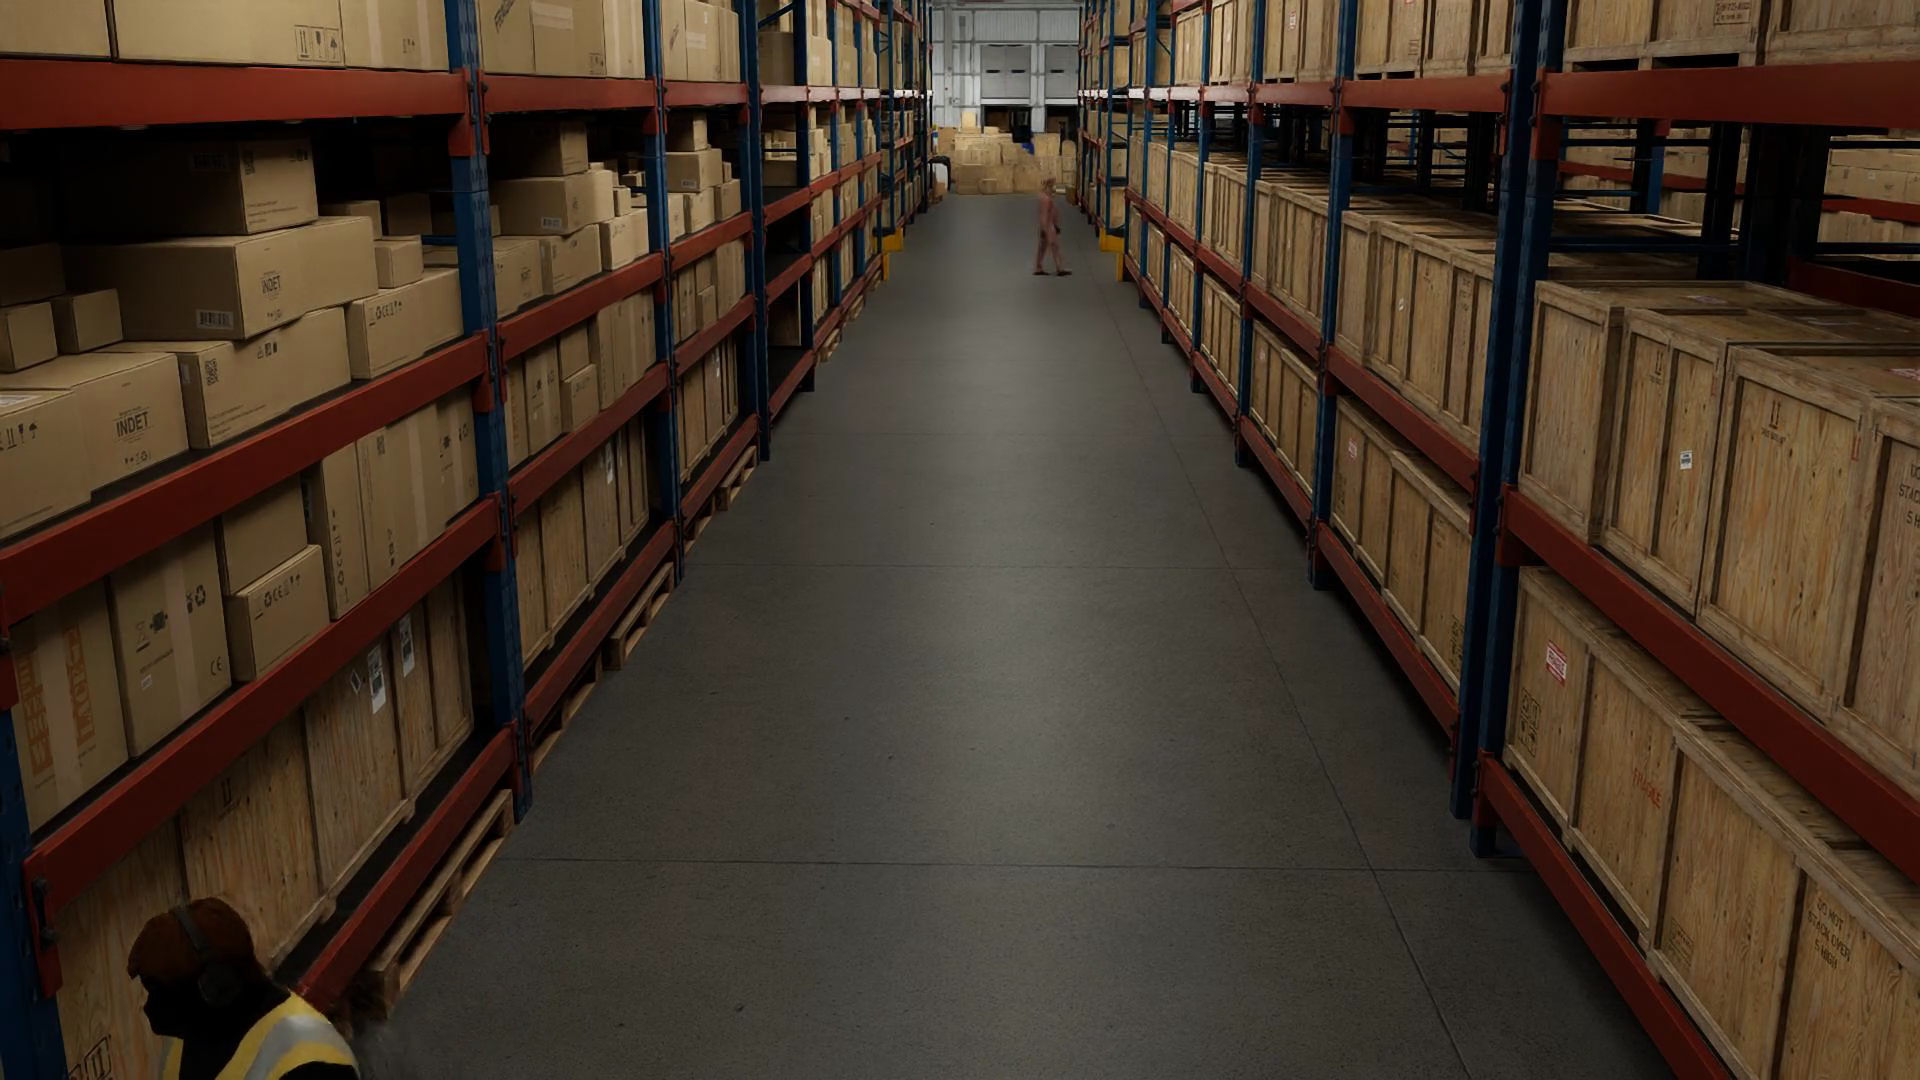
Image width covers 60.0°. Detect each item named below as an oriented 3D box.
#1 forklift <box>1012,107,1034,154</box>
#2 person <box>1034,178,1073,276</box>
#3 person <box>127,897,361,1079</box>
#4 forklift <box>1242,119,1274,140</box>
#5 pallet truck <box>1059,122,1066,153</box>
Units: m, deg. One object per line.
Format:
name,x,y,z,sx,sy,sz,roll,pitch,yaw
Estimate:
forklift,3.048,-19.895,81.816,1.129,2.768,1.873,-7,17,-24
person,1.835,-6.057,32.235,0.881,1.872,0.662,2,15,6
person,-1.475,1.625,3.797,0.664,1.813,0.591,13,20,41
forklift,7.559,-9.449,42.948,1.129,2.768,1.873,-7,16,-23
pallet truck,5.788,-21.111,88.014,1.885,1.965,0.823,5,16,18
